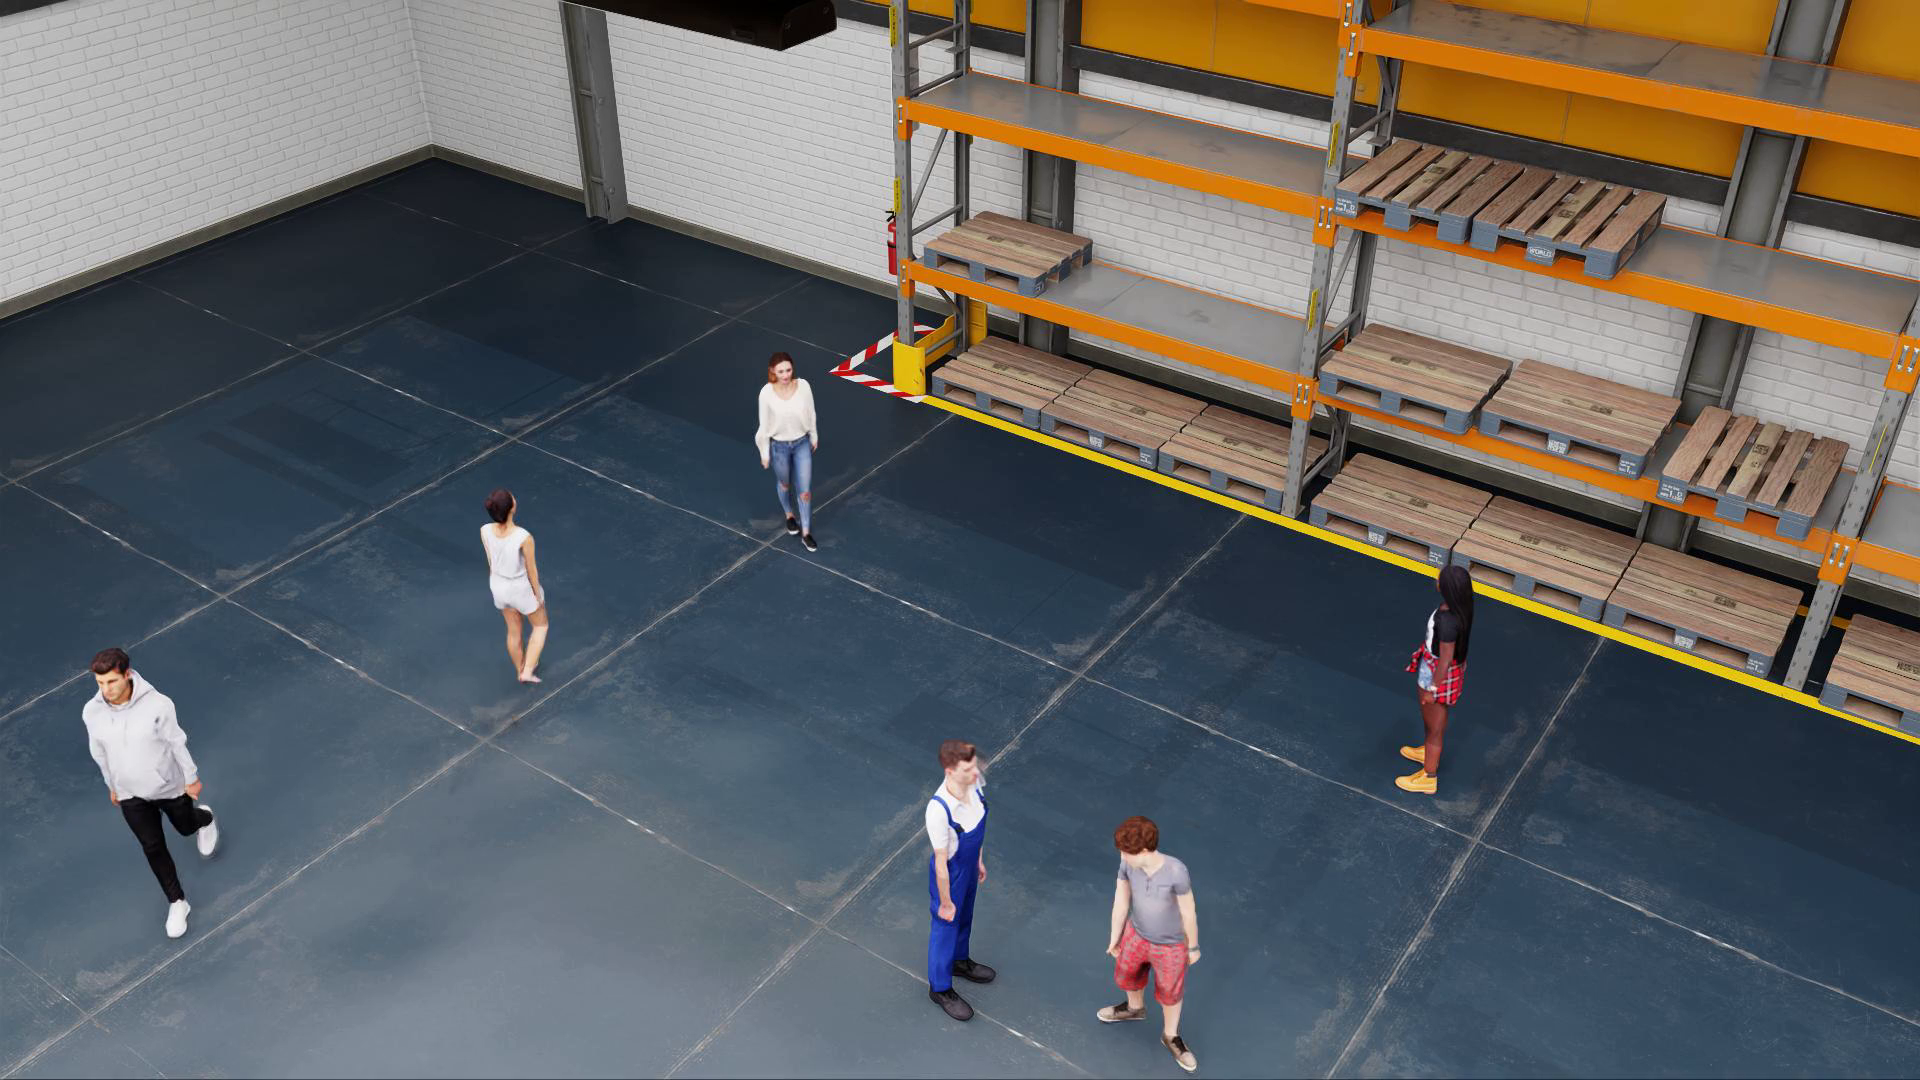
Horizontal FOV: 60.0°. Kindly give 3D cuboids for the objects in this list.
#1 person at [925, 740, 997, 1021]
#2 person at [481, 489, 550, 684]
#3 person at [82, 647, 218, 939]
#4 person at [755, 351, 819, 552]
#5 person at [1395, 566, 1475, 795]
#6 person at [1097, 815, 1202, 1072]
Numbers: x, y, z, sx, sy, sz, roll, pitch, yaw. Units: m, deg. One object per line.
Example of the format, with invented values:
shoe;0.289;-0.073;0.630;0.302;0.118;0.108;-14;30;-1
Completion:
person;-0.024;1.835;9.220;0.596;1.848;0.649;16;37;23
person;-3.147;0.387;11.625;0.662;1.596;0.734;7;34;11
person;-4.768;1.378;9.857;1.154;1.904;1.229;-6;34;-10
person;-1.390;-0.779;13.311;0.911;1.673;0.981;-8;34;-12
person;3.113;0.884;10.760;0.653;1.726;0.662;14;36;20
person;1.115;2.147;8.958;0.495;1.619;0.861;9;35;13
